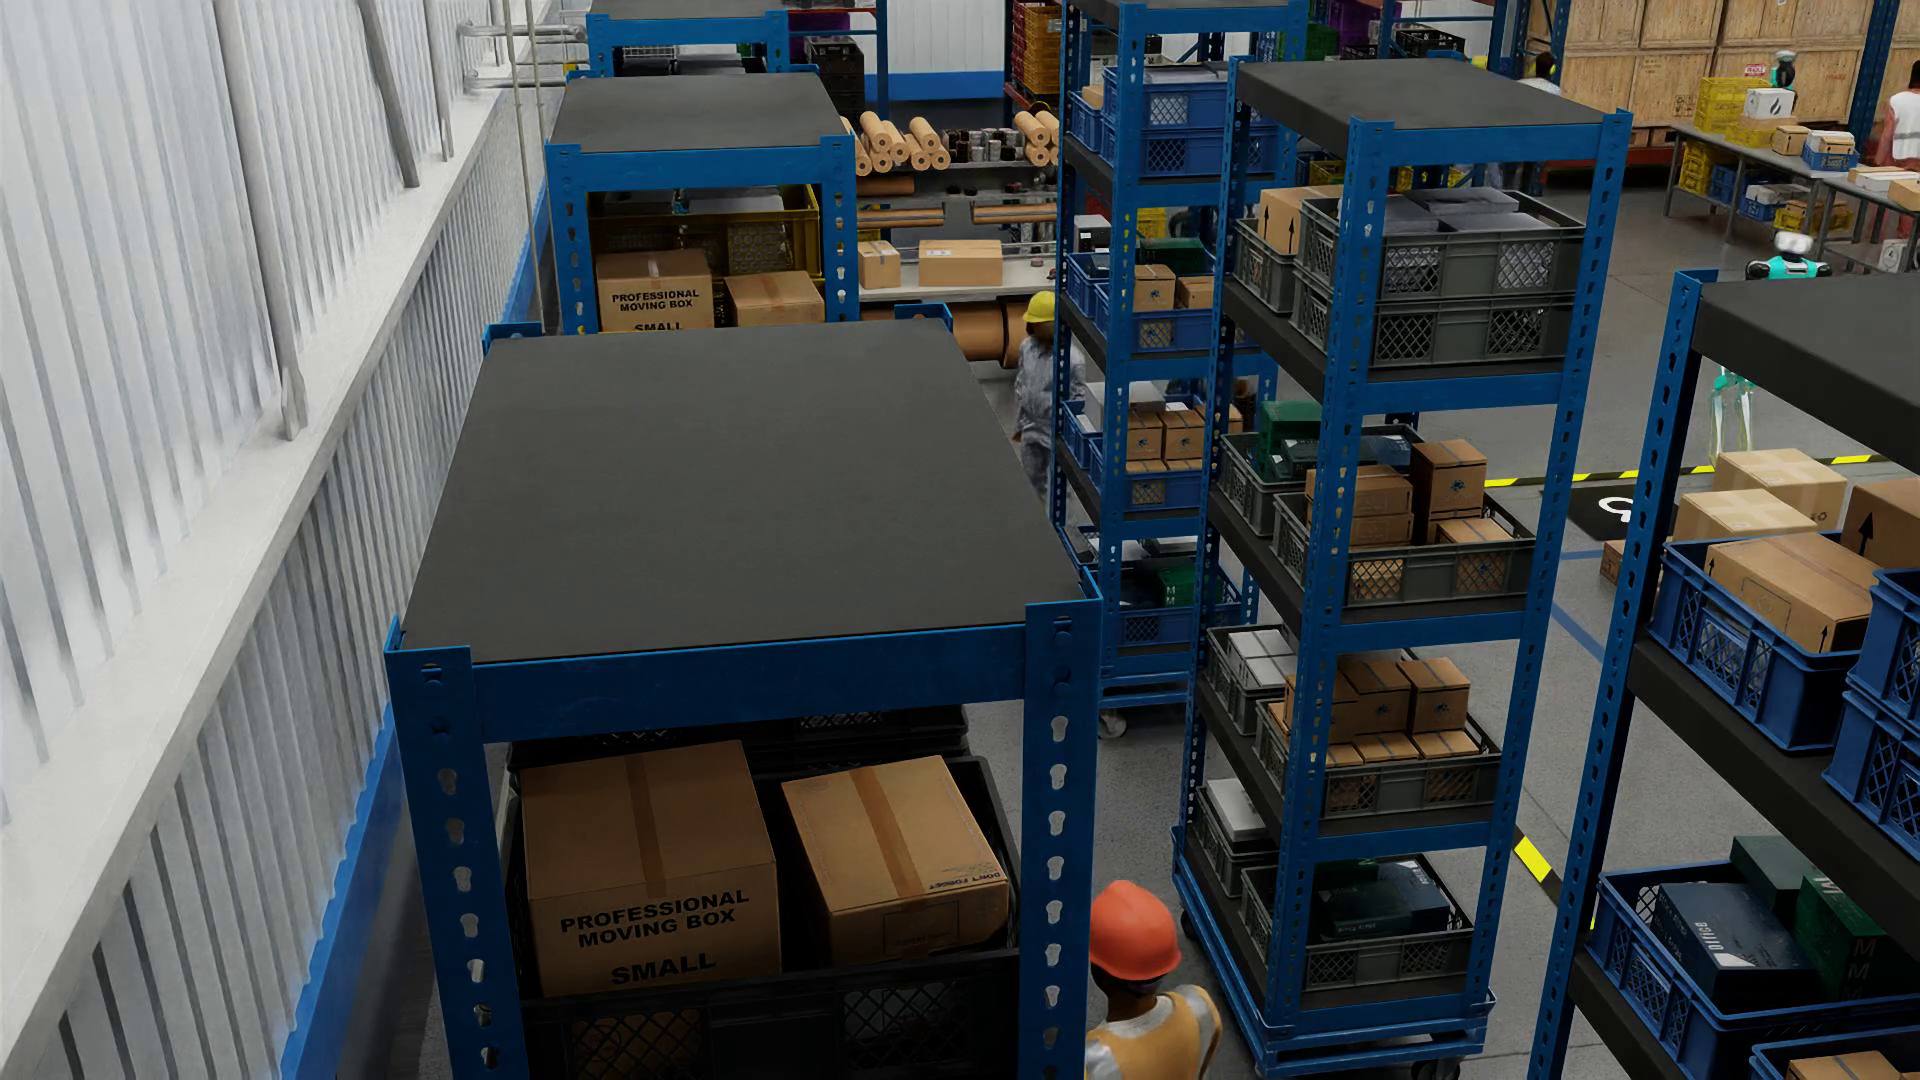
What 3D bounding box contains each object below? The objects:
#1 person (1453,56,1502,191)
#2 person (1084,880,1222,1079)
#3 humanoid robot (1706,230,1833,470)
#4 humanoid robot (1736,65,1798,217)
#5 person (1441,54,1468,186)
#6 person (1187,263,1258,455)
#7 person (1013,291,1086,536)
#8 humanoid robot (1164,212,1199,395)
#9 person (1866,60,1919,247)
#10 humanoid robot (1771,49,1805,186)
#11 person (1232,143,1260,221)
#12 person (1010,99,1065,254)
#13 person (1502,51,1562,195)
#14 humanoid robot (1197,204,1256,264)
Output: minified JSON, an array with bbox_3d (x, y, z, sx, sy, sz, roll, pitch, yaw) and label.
[{"bbox_3d":[5.593,-4.332,17.970,0.767,1.721,0.610,19,31,36],"label":"person"},{"bbox_3d":[0.421,1.752,4.495,0.546,1.937,0.356,-21,32,-37],"label":"person"},{"bbox_3d":[5.363,-1.307,11.221,0.533,1.677,0.735,1,25,2],"label":"humanoid robot"},{"bbox_3d":[8.711,-4.311,17.998,0.584,1.638,0.446,-10,26,-20],"label":"humanoid robot"},{"bbox_3d":[5.128,-4.215,17.590,0.343,1.839,0.499,-12,27,-24],"label":"person"},{"bbox_3d":[1.737,-1.209,11.114,0.642,1.789,0.921,22,33,39],"label":"person"},{"bbox_3d":[0.516,-0.646,9.937,0.488,1.740,0.319,21,32,38],"label":"person"},{"bbox_3d":[1.578,-1.566,12.038,0.687,1.629,0.606,-8,26,-18],"label":"humanoid robot"},{"bbox_3d":[9.448,-3.820,16.630,0.595,1.916,0.373,-1,25,-3],"label":"person"},{"bbox_3d":[9.076,-4.405,18.086,0.701,1.771,0.536,9,26,19],"label":"humanoid robot"},{"bbox_3d":[2.504,-2.726,14.104,0.373,2.044,0.604,-15,29,-29],"label":"person"},{"bbox_3d":[0.694,-2.976,14.858,0.532,1.865,0.313,8,26,18],"label":"person"},{"bbox_3d":[5.963,-4.199,17.545,0.578,1.839,0.643,11,27,22],"label":"person"},{"bbox_3d":[2.219,-2.501,14.055,0.589,1.652,0.339,19,31,36],"label":"humanoid robot"}]
